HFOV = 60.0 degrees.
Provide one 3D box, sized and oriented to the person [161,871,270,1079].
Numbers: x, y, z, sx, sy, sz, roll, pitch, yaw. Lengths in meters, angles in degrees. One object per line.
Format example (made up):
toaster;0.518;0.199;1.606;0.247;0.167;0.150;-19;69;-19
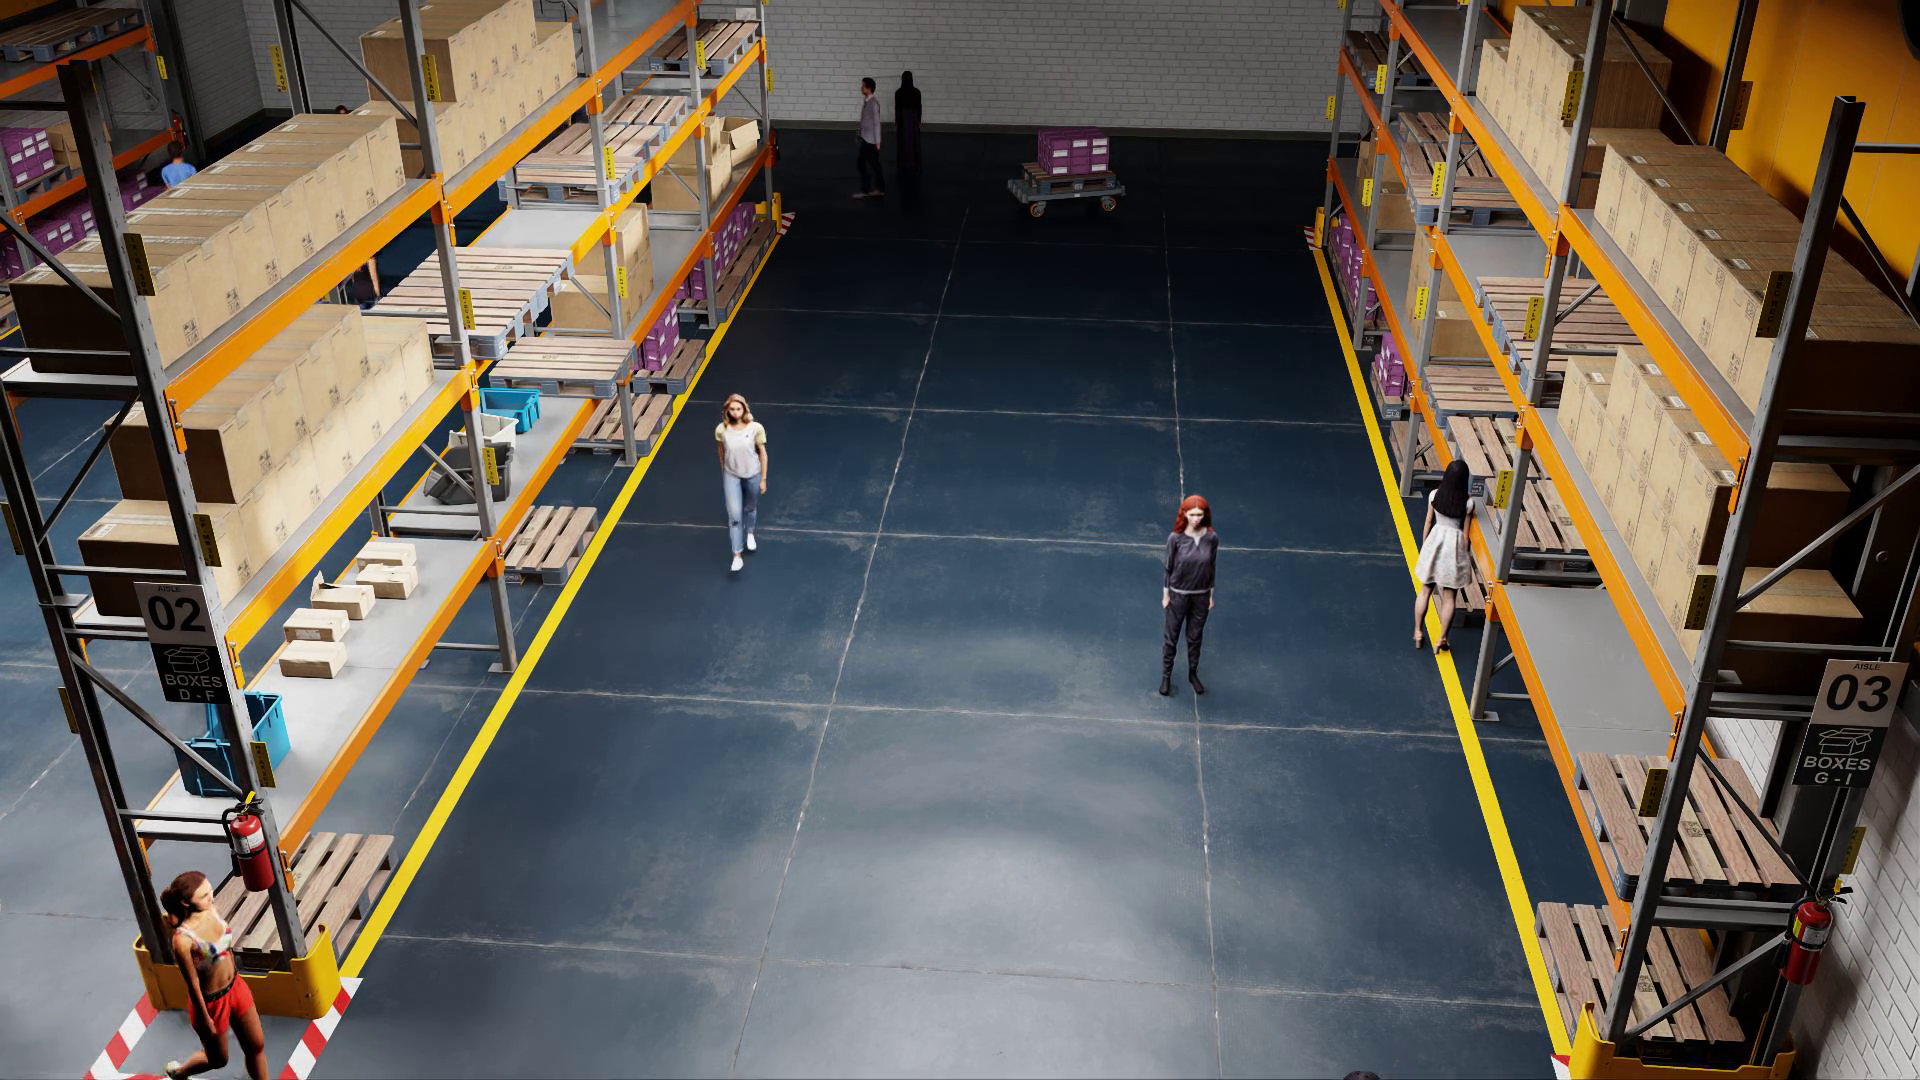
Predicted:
person;-4.325;2.641;9.538;0.724;1.772;0.992;5;29;10

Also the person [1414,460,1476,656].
person;4.121;0.139;14.127;0.775;1.769;0.797;18;33;30

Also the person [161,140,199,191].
person;-10.402;-4.417;22.387;0.669;1.858;0.695;0;29;0

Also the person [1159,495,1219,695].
person;1.861;0.441;13.561;0.610;1.780;0.558;-2;29;-4

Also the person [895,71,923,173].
person;-0.845;-6.823;27.050;0.630;1.615;0.629;-2;29;-4

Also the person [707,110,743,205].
person;-3.811;-5.700;25.090;0.732;1.521;0.958;-3;29;-5

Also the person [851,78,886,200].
person;-1.300;-6.208;25.698;0.853;1.831;0.816;-5;29;-9

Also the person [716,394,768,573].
person;-2.030;-0.624;15.611;0.734;1.687;1.055;-3;29;-5
